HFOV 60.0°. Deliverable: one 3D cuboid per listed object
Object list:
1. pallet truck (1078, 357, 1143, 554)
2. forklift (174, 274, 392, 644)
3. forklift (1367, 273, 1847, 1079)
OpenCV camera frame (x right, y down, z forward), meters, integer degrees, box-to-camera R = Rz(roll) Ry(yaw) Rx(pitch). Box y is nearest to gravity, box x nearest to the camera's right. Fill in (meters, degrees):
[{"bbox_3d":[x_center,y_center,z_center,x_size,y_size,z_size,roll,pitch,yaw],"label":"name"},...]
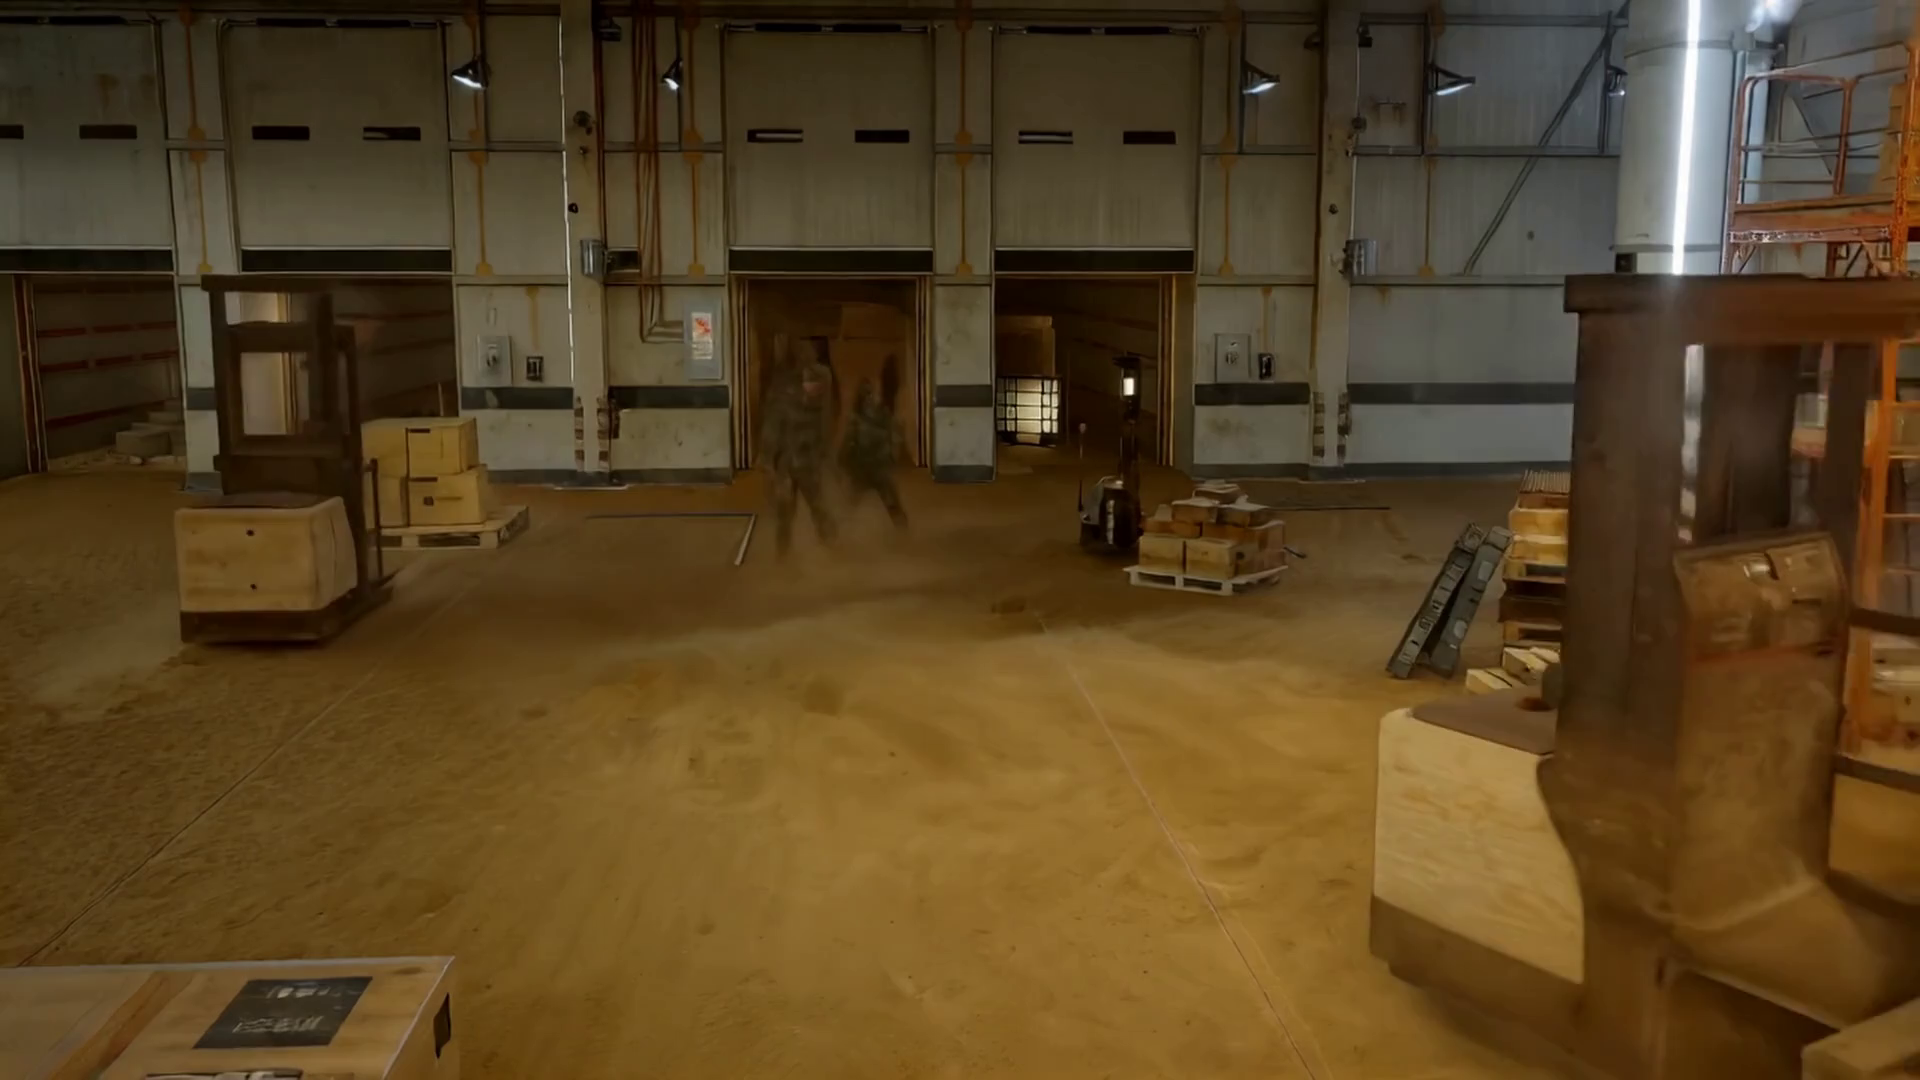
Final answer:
[{"bbox_3d":[2.088,-0.836,16.757,1.885,1.965,0.823,2,9,13],"label":"pallet truck"},{"bbox_3d":[-5.380,-0.700,13.145,1.129,2.768,1.873,-1,9,-4],"label":"forklift"},{"bbox_3d":[2.558,0.426,6.072,1.129,2.768,1.873,-6,11,-32],"label":"forklift"}]
